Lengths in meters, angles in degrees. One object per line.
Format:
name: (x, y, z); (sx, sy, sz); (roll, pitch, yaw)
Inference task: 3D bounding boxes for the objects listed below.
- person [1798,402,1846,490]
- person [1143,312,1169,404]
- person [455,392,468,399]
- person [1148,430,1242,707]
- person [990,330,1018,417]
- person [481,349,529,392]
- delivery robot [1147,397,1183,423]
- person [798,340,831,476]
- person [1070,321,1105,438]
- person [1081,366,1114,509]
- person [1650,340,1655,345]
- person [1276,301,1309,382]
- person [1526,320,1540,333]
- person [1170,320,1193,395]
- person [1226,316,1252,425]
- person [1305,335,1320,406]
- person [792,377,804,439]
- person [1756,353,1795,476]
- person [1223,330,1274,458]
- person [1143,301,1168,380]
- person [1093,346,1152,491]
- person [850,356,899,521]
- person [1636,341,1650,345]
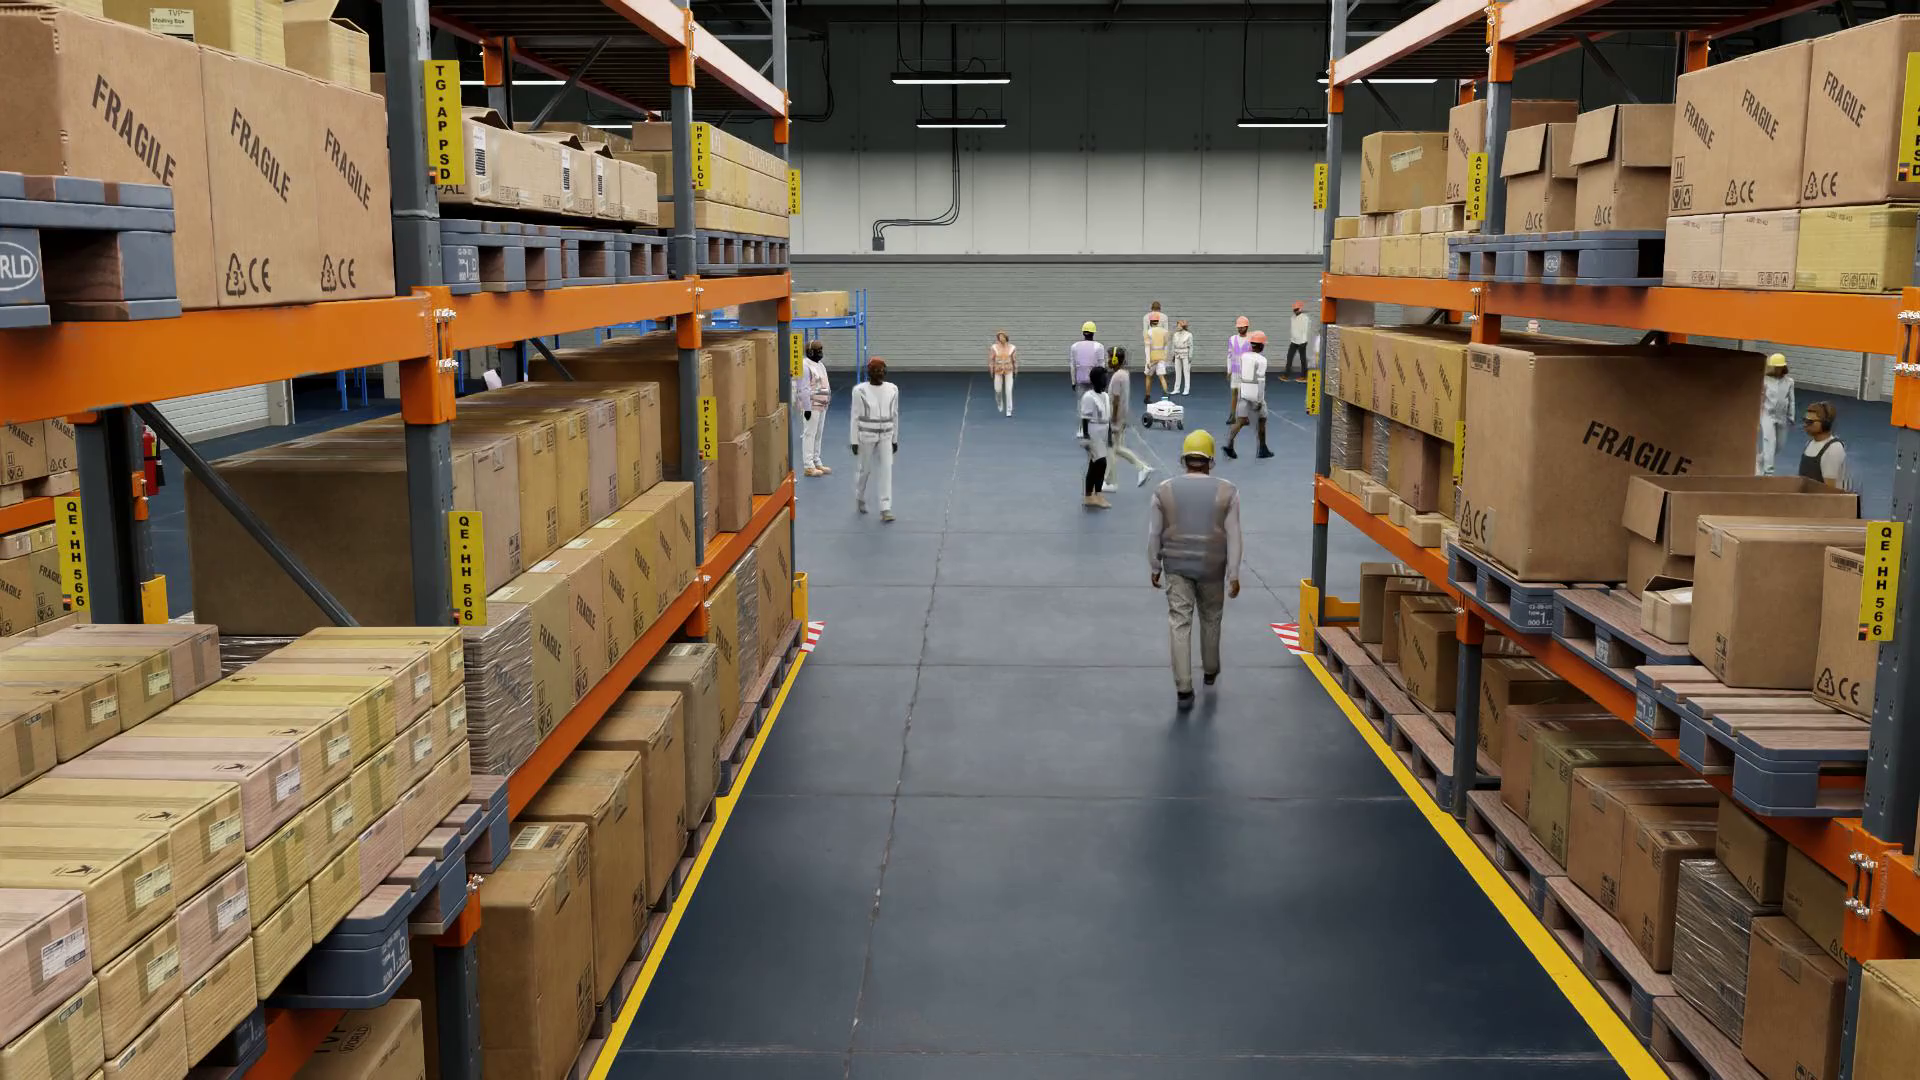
person: (6.721, -0.195, 13.226); (0.872, 1.801, 0.527); (0, 9, -2)
person: (4.034, -3.721, 34.071); (0.545, 1.905, 0.918); (-3, 10, -16)
person: (-4.703, -0.556, 15.737); (0.364, 1.682, 0.541); (-8, 12, -38)
person: (1.577, 0.158, 11.120); (0.621, 1.792, 0.872); (2, 10, 12)
person: (0.847, -3.172, 31.591); (0.566, 1.623, 0.526); (1, 9, 4)
person: (-5.446, -1.400, 20.136); (0.628, 1.897, 0.619); (-6, 11, -33)
delivery robot: (3.601, -2.269, 29.225); (0.477, 0.478, 0.707); (-5, 11, -29)
person: (-1.988, -1.816, 22.820); (0.429, 1.842, 0.633); (3, 10, 16)
person: (2.122, -2.653, 27.574); (0.587, 1.927, 0.369); (4, 10, 20)
person: (1.687, -1.198, 19.566); (0.565, 1.677, 0.552); (5, 11, 29)
person: (13.298, -3.237, 31.594); (0.535, 1.746, 0.533); (-2, 10, -12)
person: (8.094, -4.793, 40.285); (0.933, 1.955, 0.653); (-6, 11, -31)
person: (9.897, -2.857, 28.867); (0.648, 1.904, 0.401); (0, 9, 0)
person: (4.889, -4.008, 36.562); (0.515, 1.636, 0.314); (9, 13, 43)
person: (5.058, -3.044, 29.882); (0.542, 1.939, 0.364); (4, 10, 23)
person: (6.882, -3.252, 31.473); (0.488, 1.831, 0.576); (8, 13, 41)
person: (-2.797, -2.447, 27.339); (0.880, 1.586, 0.539); (-5, 11, -26)
person: (10.731, -1.618, 21.999); (0.493, 1.718, 0.697); (-1, 10, -6)
person: (4.299, -2.156, 24.687); (0.921, 1.908, 0.554); (-7, 12, -38)
person: (4.855, -4.951, 41.306); (0.635, 1.937, 0.353); (0, 9, 1)
person: (2.048, -1.530, 21.110); (0.675, 1.847, 0.515); (4, 10, 20)
person: (-0.993, -1.178, 18.988); (0.592, 1.854, 0.939); (-4, 10, -21)
person: (9.473, -1.874, 23.210); (0.378, 1.833, 0.704); (7, 12, 36)
